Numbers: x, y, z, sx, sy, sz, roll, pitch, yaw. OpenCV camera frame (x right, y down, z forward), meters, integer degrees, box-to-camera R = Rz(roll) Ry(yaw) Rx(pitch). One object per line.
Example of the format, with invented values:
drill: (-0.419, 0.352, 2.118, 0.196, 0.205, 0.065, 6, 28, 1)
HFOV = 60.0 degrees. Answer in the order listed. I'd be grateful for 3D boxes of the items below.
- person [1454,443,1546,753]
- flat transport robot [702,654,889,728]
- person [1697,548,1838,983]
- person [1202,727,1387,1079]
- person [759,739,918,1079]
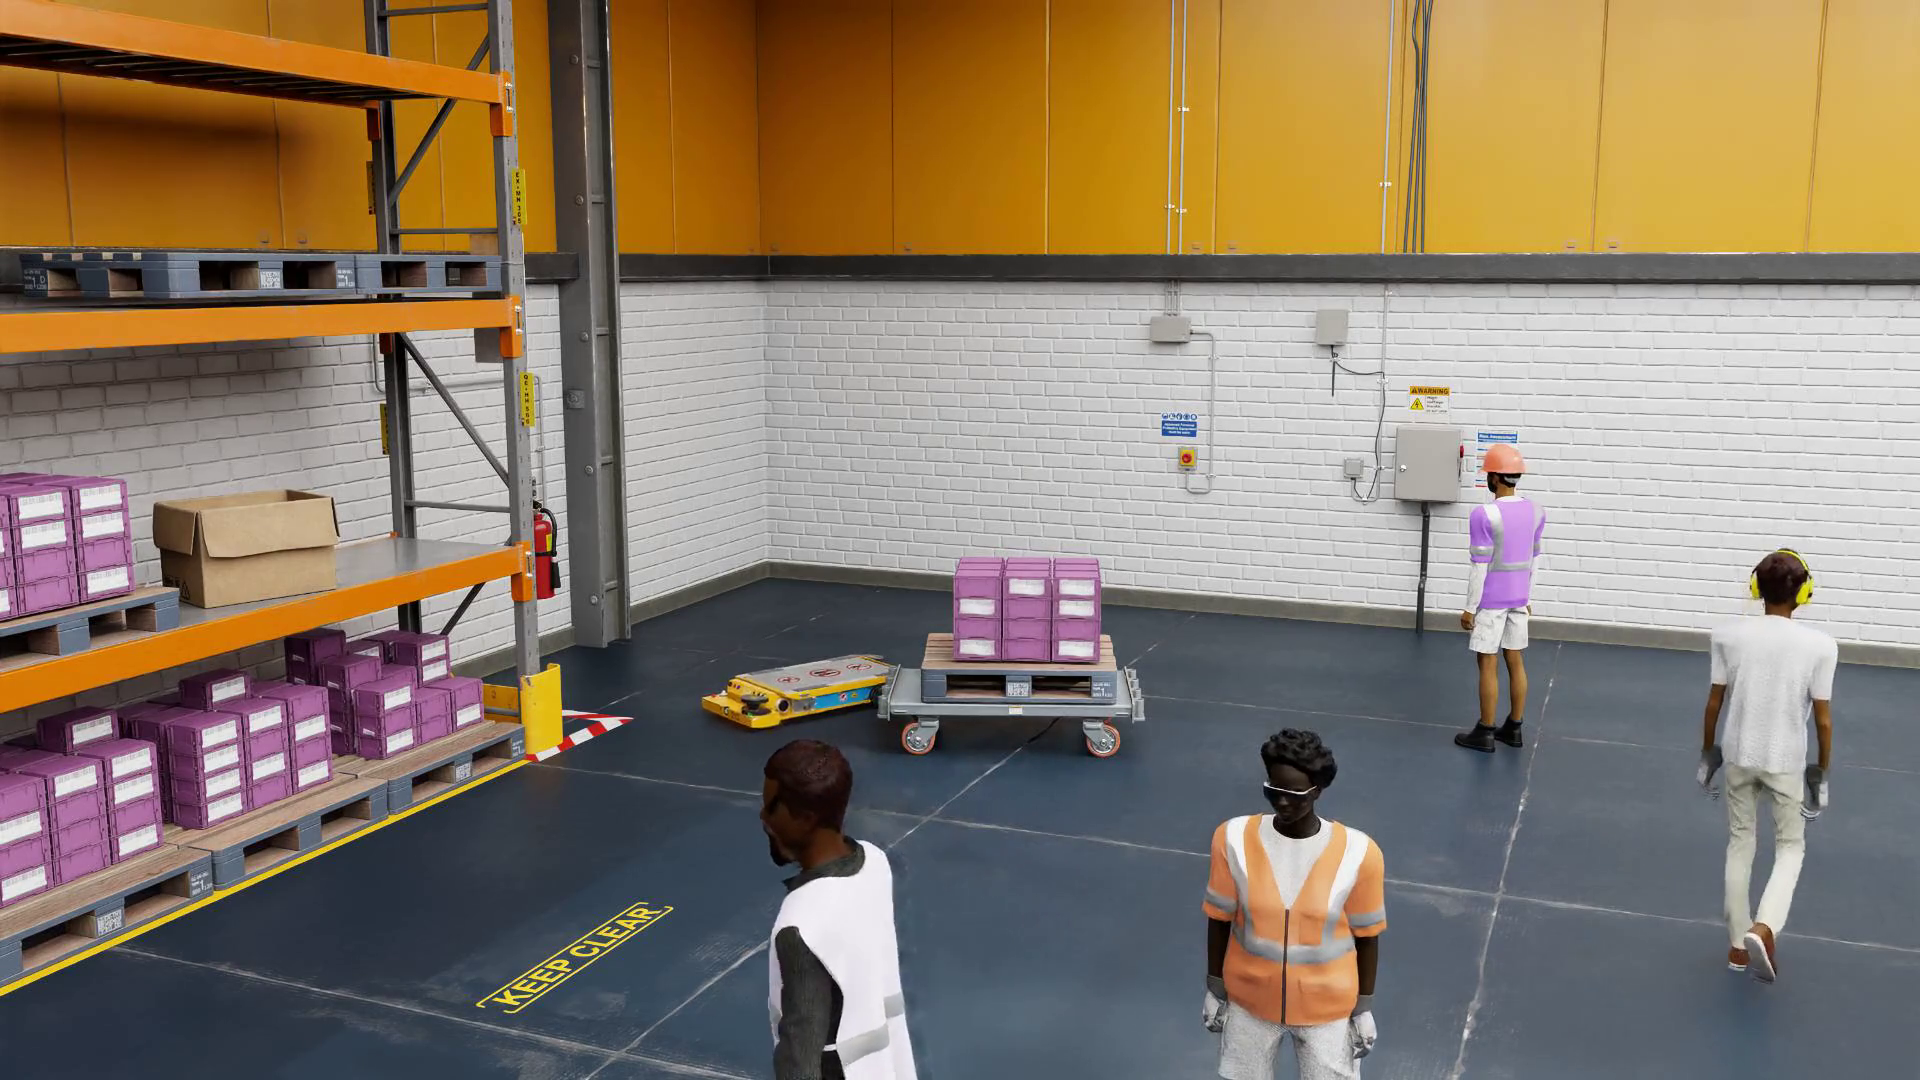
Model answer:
person: (3.365, 0.361, 10.401, 0.545, 1.941, 0.350, -5, 10, -26)
flat transport robot: (-0.991, 1.020, 11.450, 1.431, 0.197, 0.652, -7, 12, -38)
person: (3.385, 0.963, 7.031, 0.530, 1.856, 0.555, 7, 11, 34)
person: (0.984, 1.377, 4.970, 0.540, 1.697, 0.317, 3, 10, 18)
person: (-0.248, 1.418, 4.200, 0.934, 1.880, 0.595, 2, 9, 9)
